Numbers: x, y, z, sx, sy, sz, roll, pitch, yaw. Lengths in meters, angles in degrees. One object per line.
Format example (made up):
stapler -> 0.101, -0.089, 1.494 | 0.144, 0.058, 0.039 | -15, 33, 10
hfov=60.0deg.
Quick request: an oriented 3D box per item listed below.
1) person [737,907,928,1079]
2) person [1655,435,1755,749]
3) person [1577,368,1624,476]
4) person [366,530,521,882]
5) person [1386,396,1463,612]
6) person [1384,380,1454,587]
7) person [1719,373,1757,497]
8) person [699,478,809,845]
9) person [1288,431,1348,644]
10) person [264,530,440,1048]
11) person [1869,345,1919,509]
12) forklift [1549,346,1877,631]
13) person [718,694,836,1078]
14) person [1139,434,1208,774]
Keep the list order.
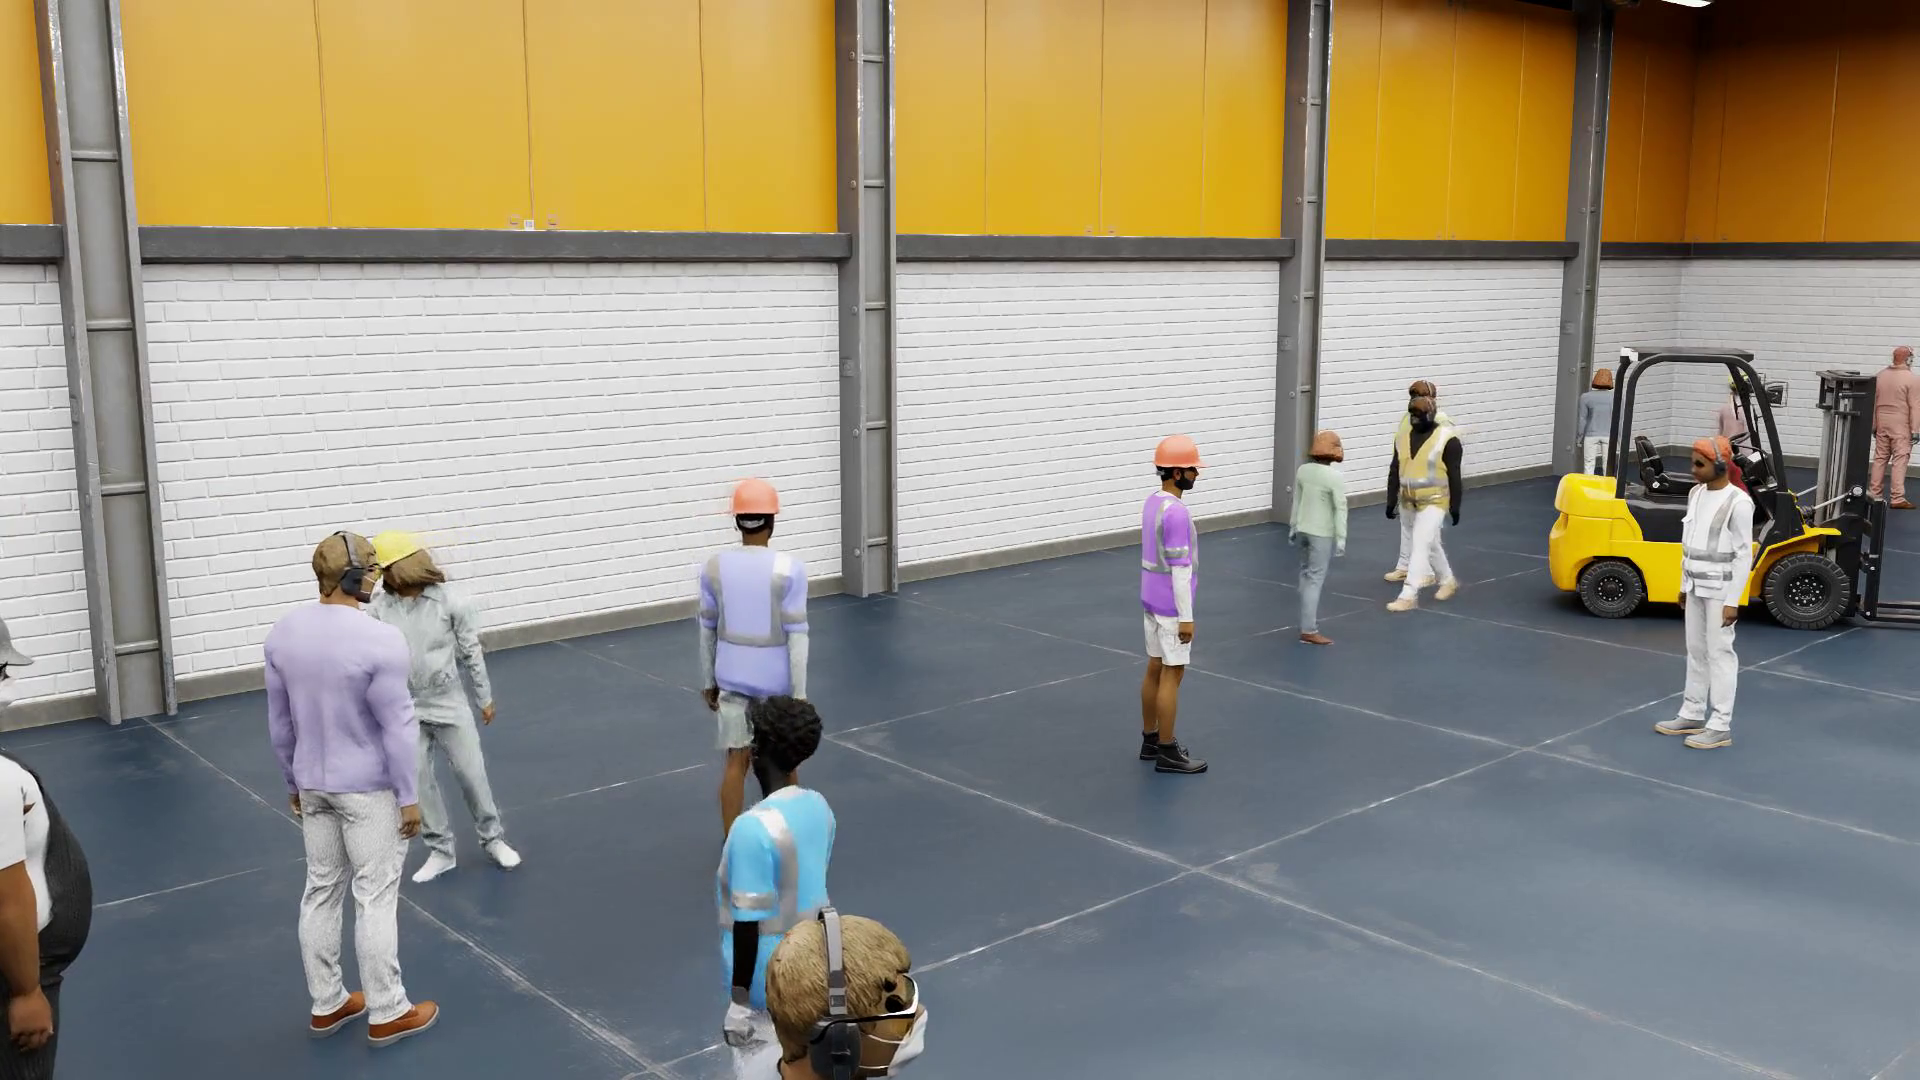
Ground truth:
person -> -0.206, 1.525, 2.710 | 0.371, 1.940, 0.630 | -3, 10, -18
person -> 4.507, 0.308, 9.993 | 0.357, 1.885, 0.574 | -1, 10, -7
person -> 7.498, -1.191, 19.499 | 0.504, 1.632, 0.269 | 3, 10, 17
person -> -2.451, 0.777, 7.784 | 0.592, 1.698, 0.446 | 0, 10, -2
person -> 3.946, -0.328, 14.000 | 0.945, 1.801, 0.633 | -7, 12, -34
person -> 4.103, -0.506, 14.885 | 0.429, 1.844, 0.626 | -5, 11, -28
person -> 7.965, -0.830, 17.030 | 0.362, 1.757, 0.565 | -2, 10, -12
person -> -0.967, 0.648, 7.960 | 0.564, 1.903, 0.819 | 2, 10, 12
person -> 2.758, -0.030, 12.773 | 0.497, 1.615, 0.587 | -6, 11, -32
person -> -2.279, 0.927, 6.218 | 0.631, 1.936, 0.362 | 4, 10, 22
person -> 10.966, -1.318, 19.454 | 0.407, 1.905, 0.655 | -3, 10, -19
forklift -> 6.109, -0.478, 13.691 | 2.313, 2.155, 1.214 | 3, 10, 16
person -> -0.482, 1.288, 4.897 | 0.398, 1.663, 0.649 | 3, 10, 15
person -> 1.219, 0.362, 9.520 | 0.354, 1.939, 0.545 | -2, 10, -12
